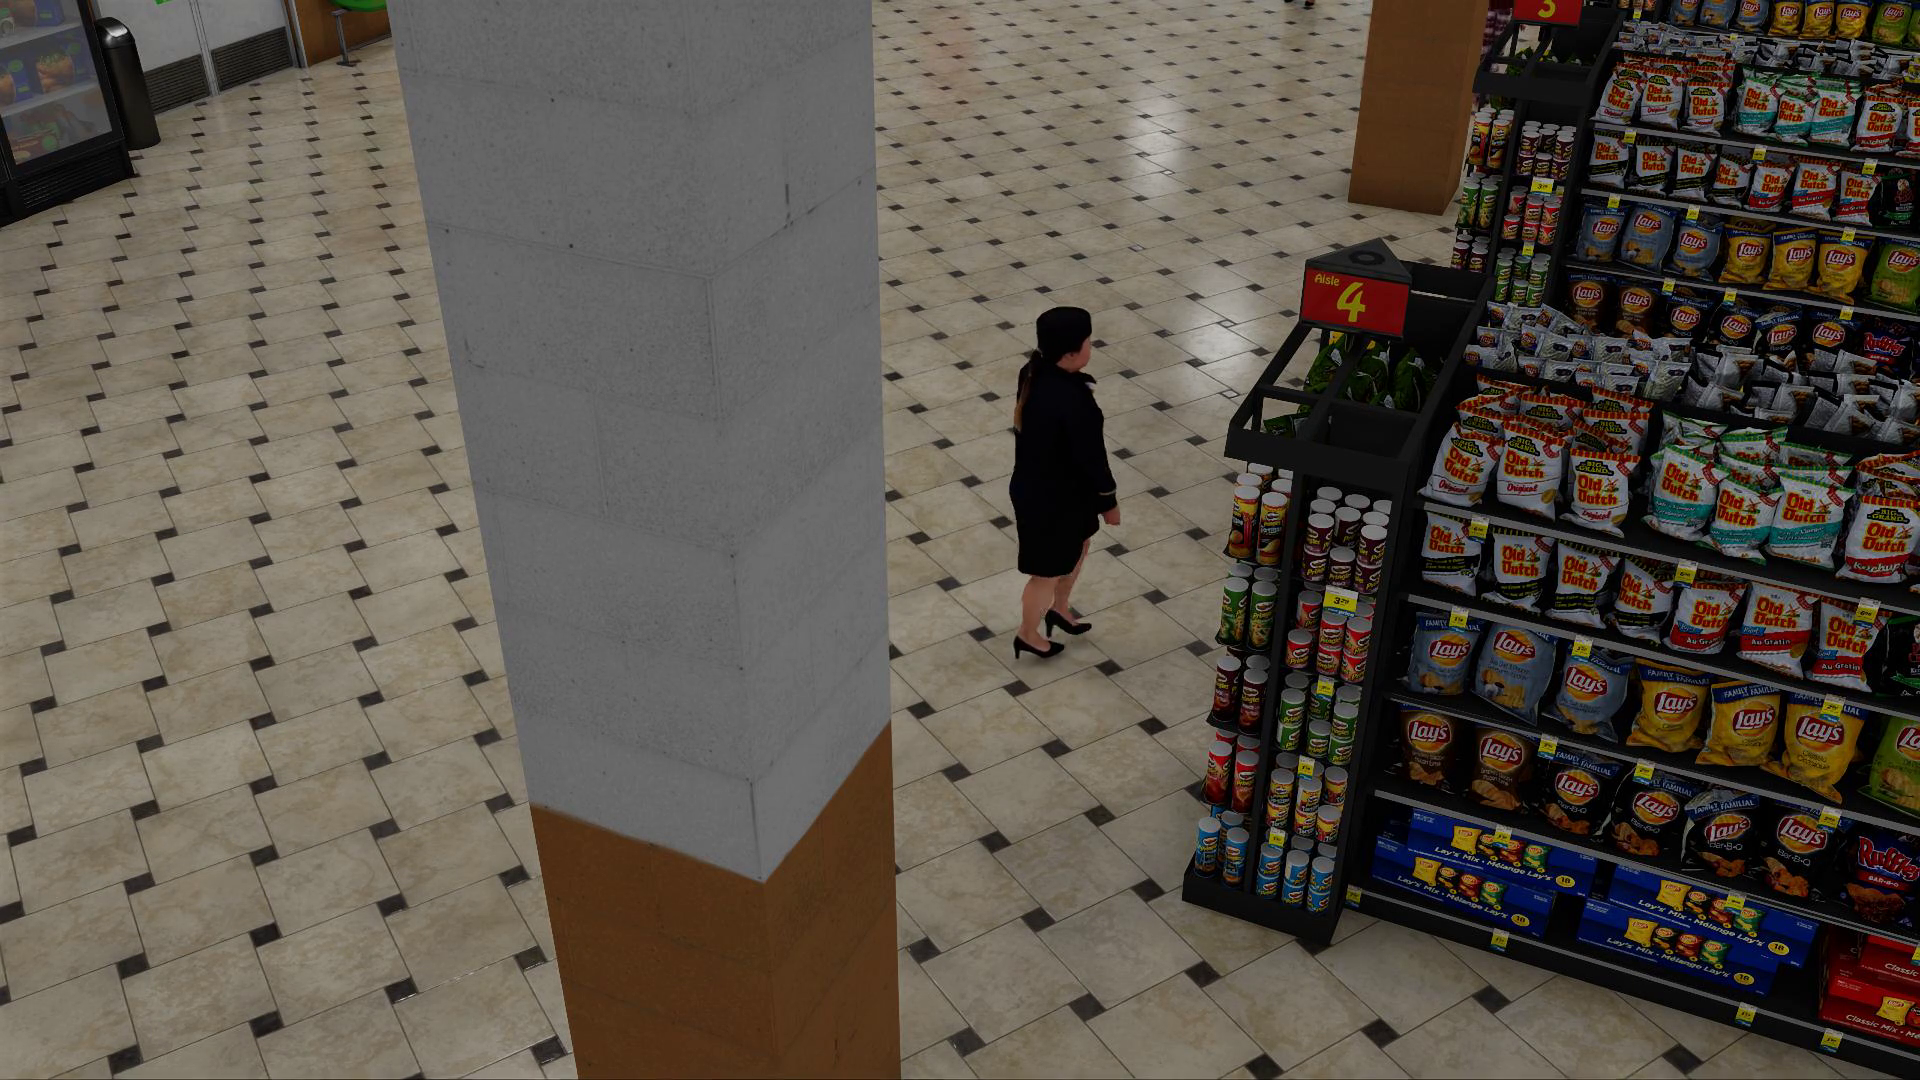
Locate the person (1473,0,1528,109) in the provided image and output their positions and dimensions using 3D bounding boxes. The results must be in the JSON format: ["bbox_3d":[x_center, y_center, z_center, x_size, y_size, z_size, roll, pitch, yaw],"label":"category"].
[{"bbox_3d":[4.443,-4.434,13.816,0.688,1.695,0.800,1,32,1],"label":"person"}]

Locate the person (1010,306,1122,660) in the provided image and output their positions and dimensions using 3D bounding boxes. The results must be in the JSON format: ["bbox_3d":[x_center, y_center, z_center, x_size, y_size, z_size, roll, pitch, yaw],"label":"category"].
[{"bbox_3d":[0.335,-0.174,7.003,0.880,1.659,0.831,-9,33,-14],"label":"person"}]

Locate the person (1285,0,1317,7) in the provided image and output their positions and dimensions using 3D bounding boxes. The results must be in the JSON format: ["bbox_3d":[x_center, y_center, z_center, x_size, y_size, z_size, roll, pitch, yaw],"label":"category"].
[{"bbox_3d":[3.543,-6.246,16.818,0.516,1.601,0.675,21,37,30],"label":"person"}]
